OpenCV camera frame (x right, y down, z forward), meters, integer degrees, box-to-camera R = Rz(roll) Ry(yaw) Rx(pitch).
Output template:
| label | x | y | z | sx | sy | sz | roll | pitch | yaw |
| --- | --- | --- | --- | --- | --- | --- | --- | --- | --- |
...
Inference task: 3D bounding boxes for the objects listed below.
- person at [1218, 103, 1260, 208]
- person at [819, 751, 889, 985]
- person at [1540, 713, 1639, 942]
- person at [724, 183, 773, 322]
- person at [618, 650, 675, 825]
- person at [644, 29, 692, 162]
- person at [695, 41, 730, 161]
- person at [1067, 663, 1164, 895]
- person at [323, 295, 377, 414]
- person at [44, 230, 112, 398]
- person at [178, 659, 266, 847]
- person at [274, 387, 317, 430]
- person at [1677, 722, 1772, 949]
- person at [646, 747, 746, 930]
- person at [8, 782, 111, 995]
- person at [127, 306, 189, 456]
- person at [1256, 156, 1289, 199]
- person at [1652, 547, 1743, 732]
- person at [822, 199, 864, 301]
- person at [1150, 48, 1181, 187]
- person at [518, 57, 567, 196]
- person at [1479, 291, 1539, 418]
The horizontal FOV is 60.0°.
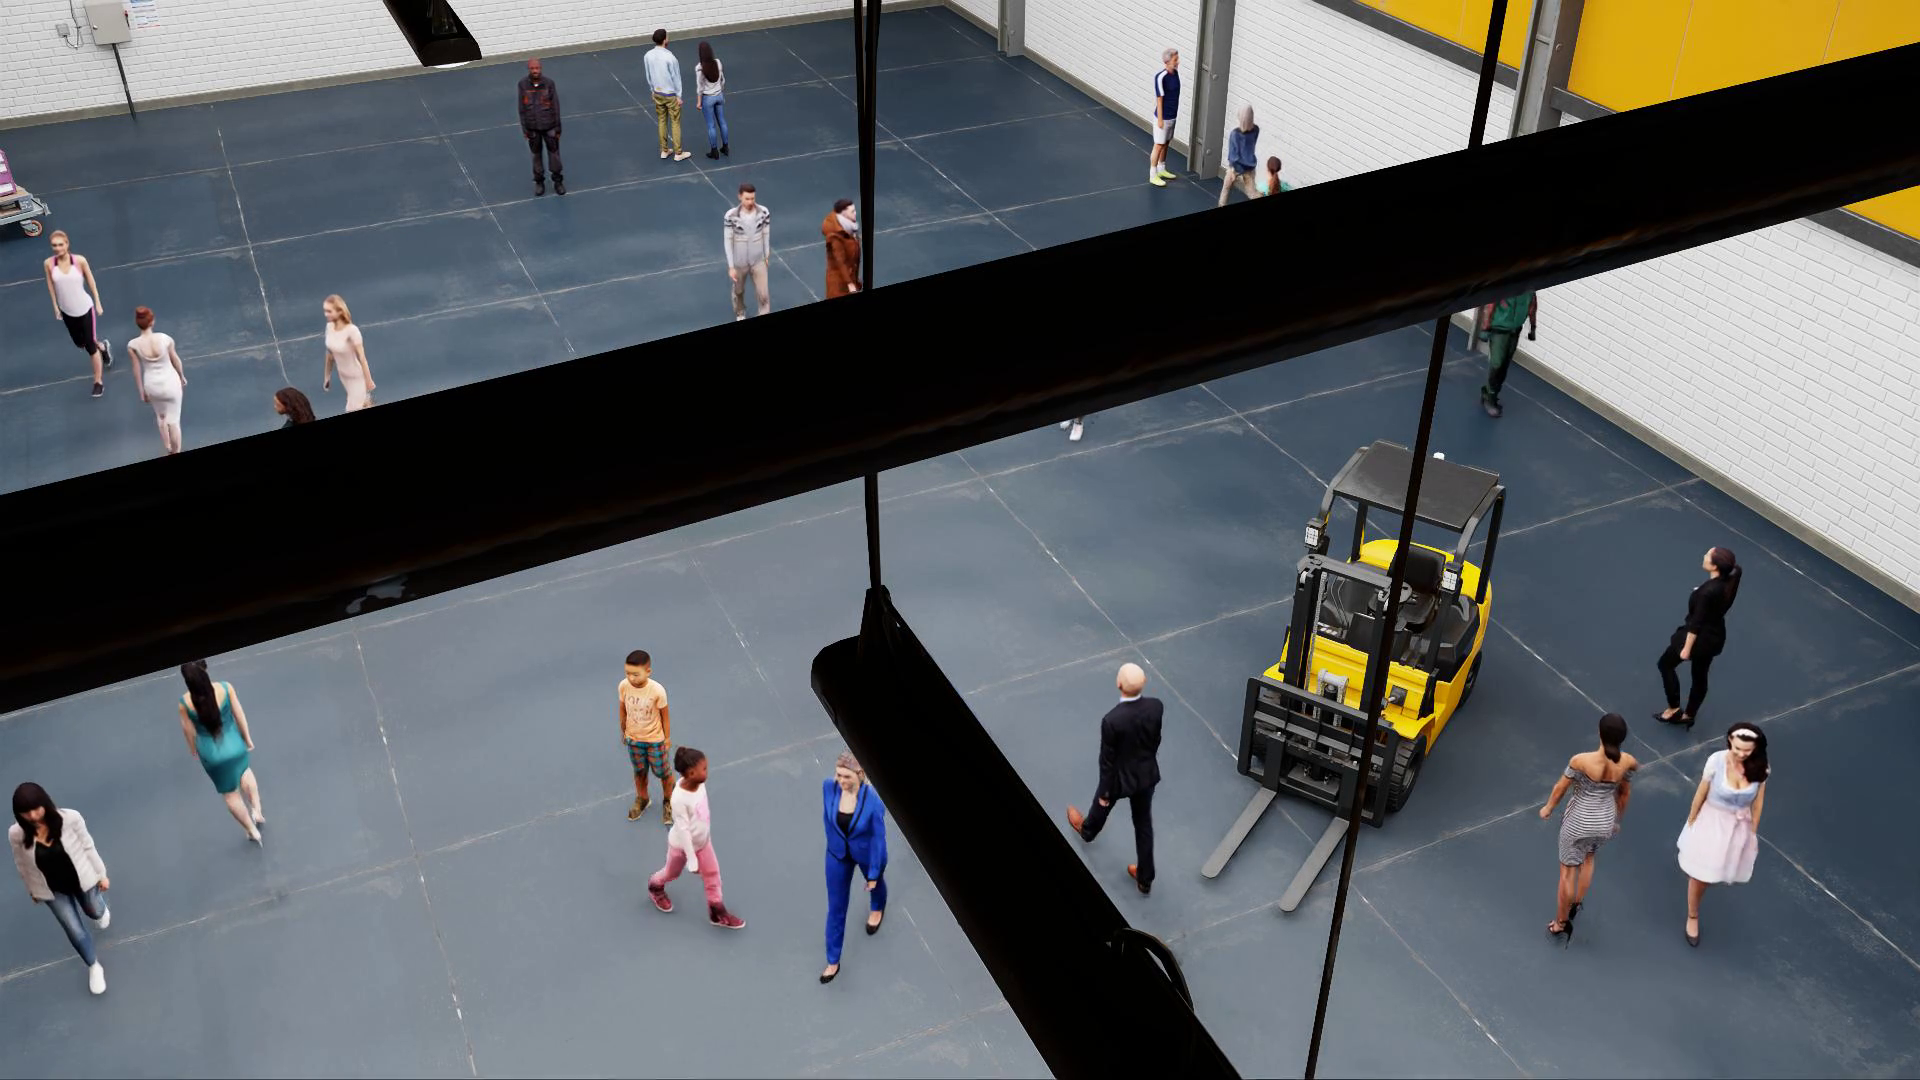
| label | x | y | z | sx | sy | sz | roll | pitch | yaw |
| --- | --- | --- | --- | --- | --- | --- | --- | --- | --- |
| person | 3.608 | -4.617 | 20.896 | 0.659 | 1.651 | 1.164 | -18 | 37 | -24 |
| person | -0.629 | 2.010 | 10.918 | 1.052 | 1.660 | 1.152 | 9 | 35 | 13 |
| person | 4.132 | 1.935 | 10.890 | 0.718 | 1.816 | 0.740 | -5 | 34 | -8 |
| person | -2.395 | -3.135 | 18.526 | 0.806 | 1.805 | 1.225 | -9 | 35 | -13 |
| person | -2.263 | 1.402 | 12.011 | 0.602 | 1.461 | 0.637 | 5 | 34 | 8 |
| person | -4.080 | -6.191 | 23.119 | 0.725 | 1.812 | 0.818 | 16 | 37 | 22 |
| person | -3.456 | -6.150 | 23.221 | 0.634 | 1.629 | 0.670 | 29 | 43 | 36 |
| person | 1.195 | 1.671 | 11.338 | 0.691 | 1.759 | 1.094 | -15 | 36 | -21 |
| person | -5.814 | -1.576 | 16.183 | 1.015 | 1.803 | 0.950 | 22 | 39 | 29 |
| person | -9.269 | -2.438 | 17.511 | 0.821 | 1.770 | 1.109 | -5 | 34 | -8 |
| person | -5.141 | 1.521 | 11.641 | 0.606 | 1.674 | 0.650 | -23 | 40 | -31 |
| person | -5.875 | -0.645 | 14.951 | 0.648 | 1.616 | 0.521 | -15 | 36 | -21 |
| person | 4.996 | 1.870 | 11.009 | 0.952 | 1.792 | 1.076 | 4 | 34 | 7 |
| person | -1.889 | 1.995 | 11.158 | 1.078 | 1.419 | 0.933 | 19 | 38 | 26 |
| person | -5.770 | 2.143 | 10.754 | 0.641 | 1.619 | 0.940 | -16 | 37 | -22 |
| person | -7.616 | -1.372 | 15.897 | 0.618 | 1.780 | 0.701 | -11 | 35 | -16 |
| person | 3.671 | -3.765 | 19.705 | 0.581 | 1.550 | 0.603 | -9 | 35 | -14 |
| person | 5.731 | 0.815 | 12.726 | 0.658 | 1.648 | 0.642 | -21 | 39 | -28 |
| person | -1.368 | -2.782 | 18.023 | 1.200 | 1.776 | 1.211 | 7 | 34 | 11 |
| person | 2.765 | -5.722 | 22.389 | 0.734 | 1.838 | 0.723 | 20 | 39 | 27 |
| person | -5.565 | -5.527 | 22.114 | 0.752 | 1.819 | 0.700 | -5 | 34 | -8 |
| person | 5.570 | -2.205 | 17.108 | 0.738 | 1.827 | 0.751 | -12 | 35 | -17 |
